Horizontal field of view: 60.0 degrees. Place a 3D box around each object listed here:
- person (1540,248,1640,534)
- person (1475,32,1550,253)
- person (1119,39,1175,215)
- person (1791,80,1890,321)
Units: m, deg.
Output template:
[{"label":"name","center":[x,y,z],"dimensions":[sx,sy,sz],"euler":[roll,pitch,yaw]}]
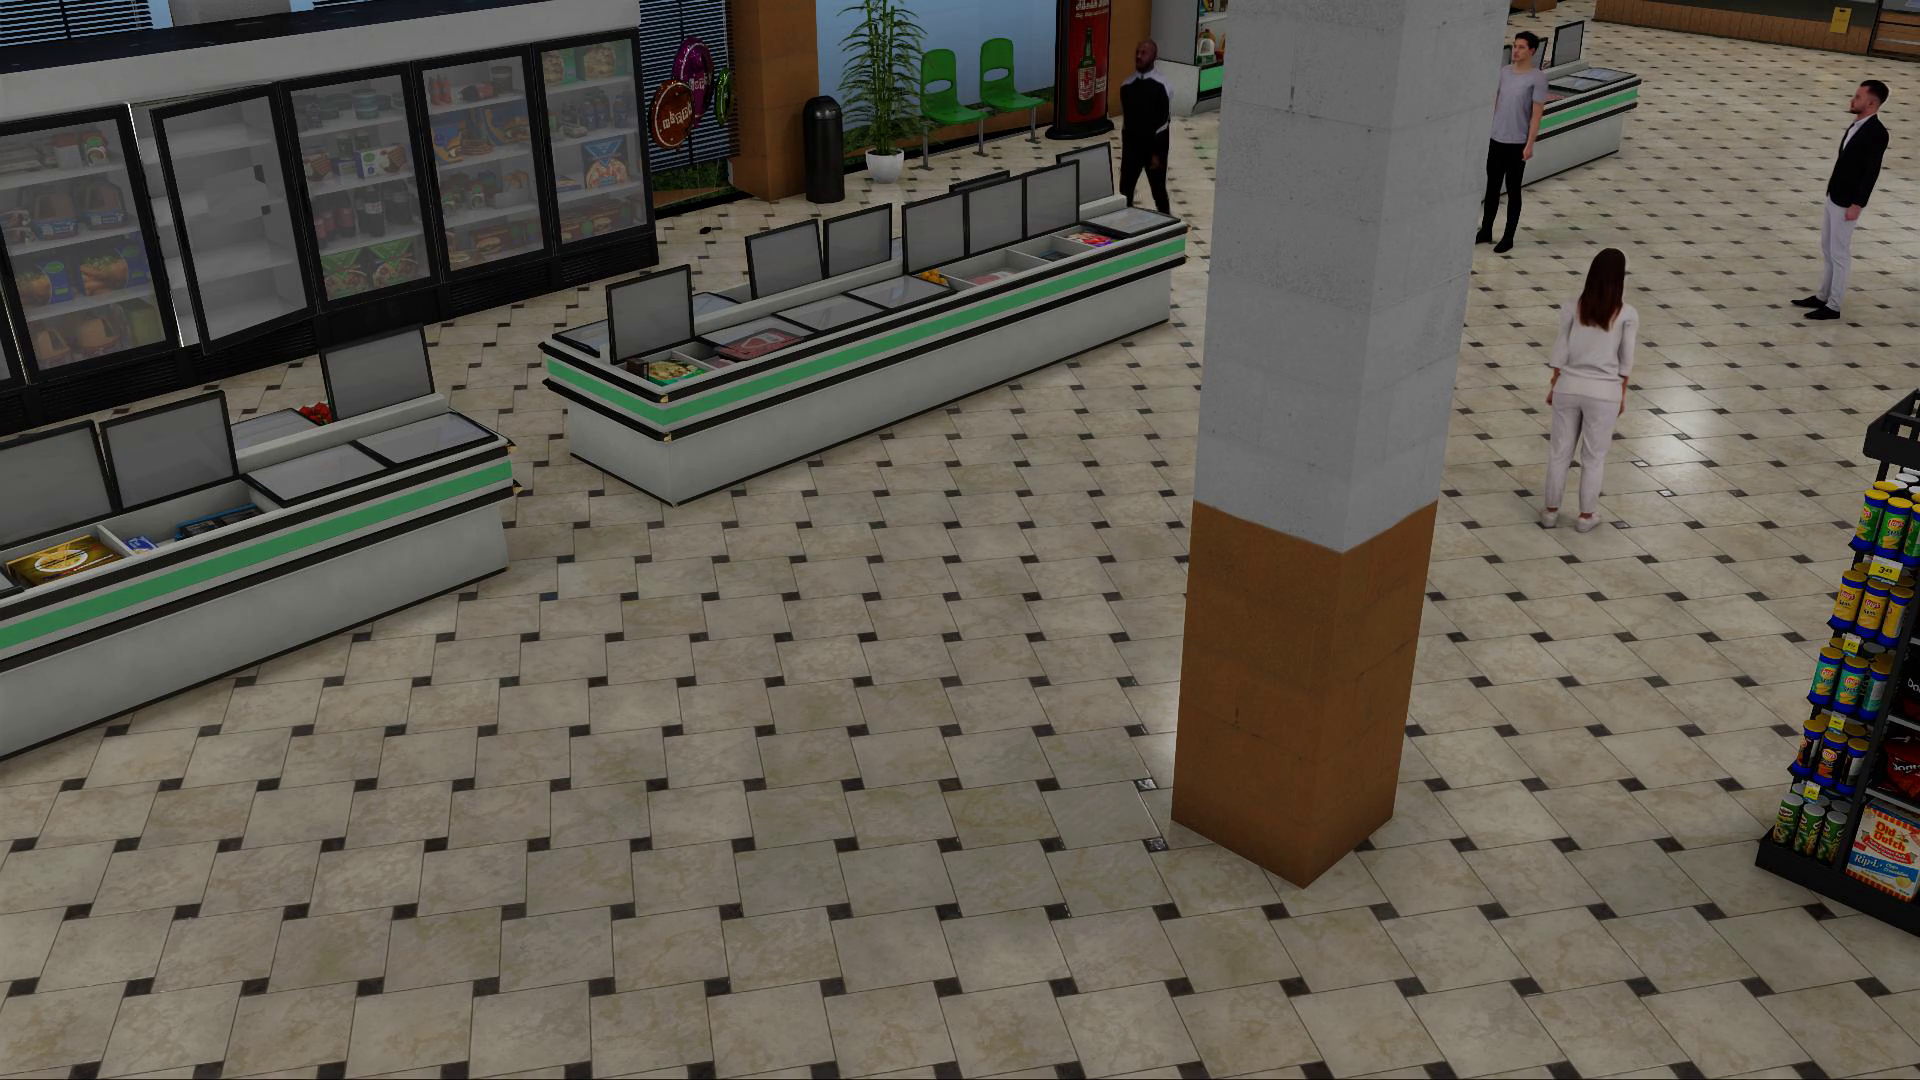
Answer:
[{"label":"person","center":[3.605,-0.853,9.544],"dimensions":[0.655,1.688,0.632],"euler":[14,30,26]},{"label":"person","center":[4.815,-3.482,14.534],"dimensions":[0.593,1.864,0.691],"euler":[-19,32,-32]},{"label":"person","center":[1.678,-3.441,14.527],"dimensions":[0.865,1.798,1.216],"euler":[15,30,27]},{"label":"person","center":[6.877,-2.629,12.875],"dimensions":[0.803,1.843,0.699],"euler":[4,27,8]}]
